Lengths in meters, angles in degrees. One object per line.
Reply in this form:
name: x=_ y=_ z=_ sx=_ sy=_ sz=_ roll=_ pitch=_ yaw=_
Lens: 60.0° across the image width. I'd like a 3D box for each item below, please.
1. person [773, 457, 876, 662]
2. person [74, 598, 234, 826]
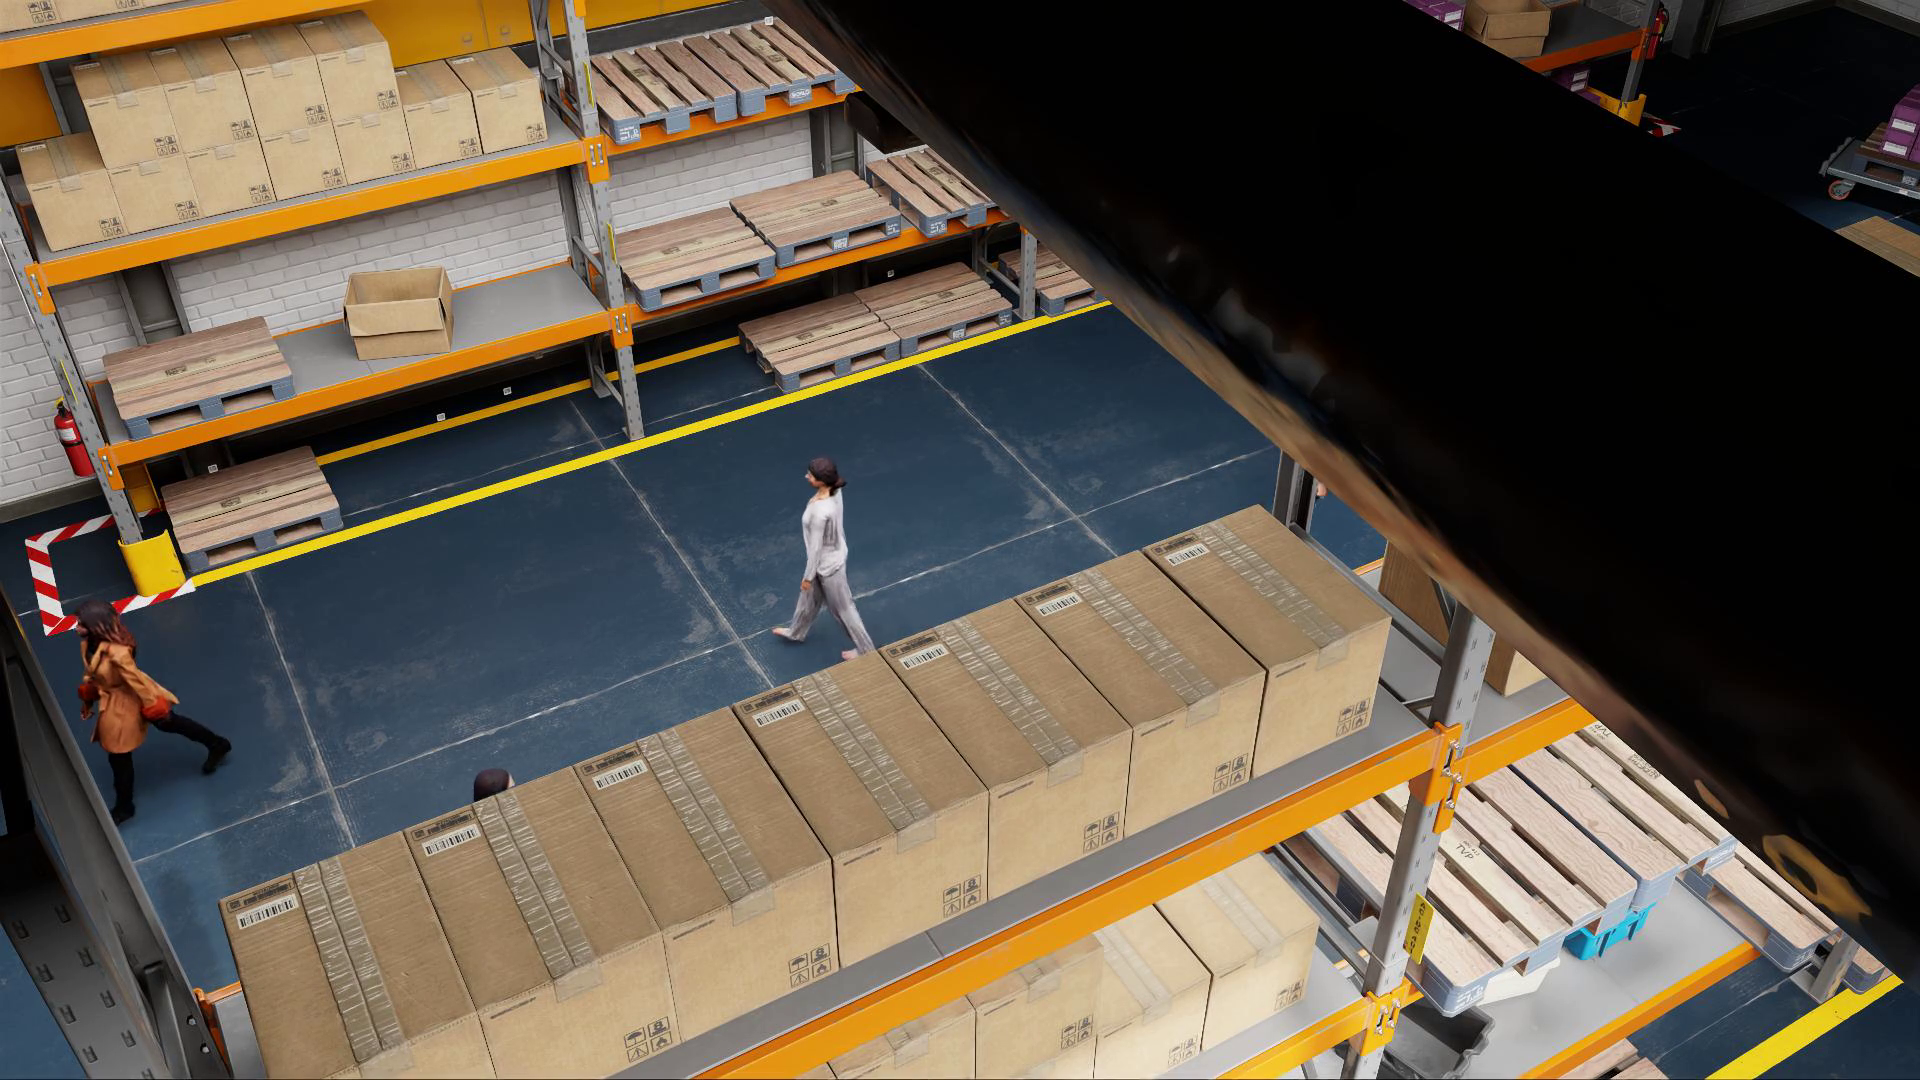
person: x=-0.852 y=0.178 z=11.733 sx=1.107 sy=1.731 sz=0.991 roll=5 pitch=39 yaw=6
person: x=-5.245 y=1.022 z=10.722 sx=1.233 sy=1.672 sz=0.838 roll=-30 pitch=47 yaw=-32
